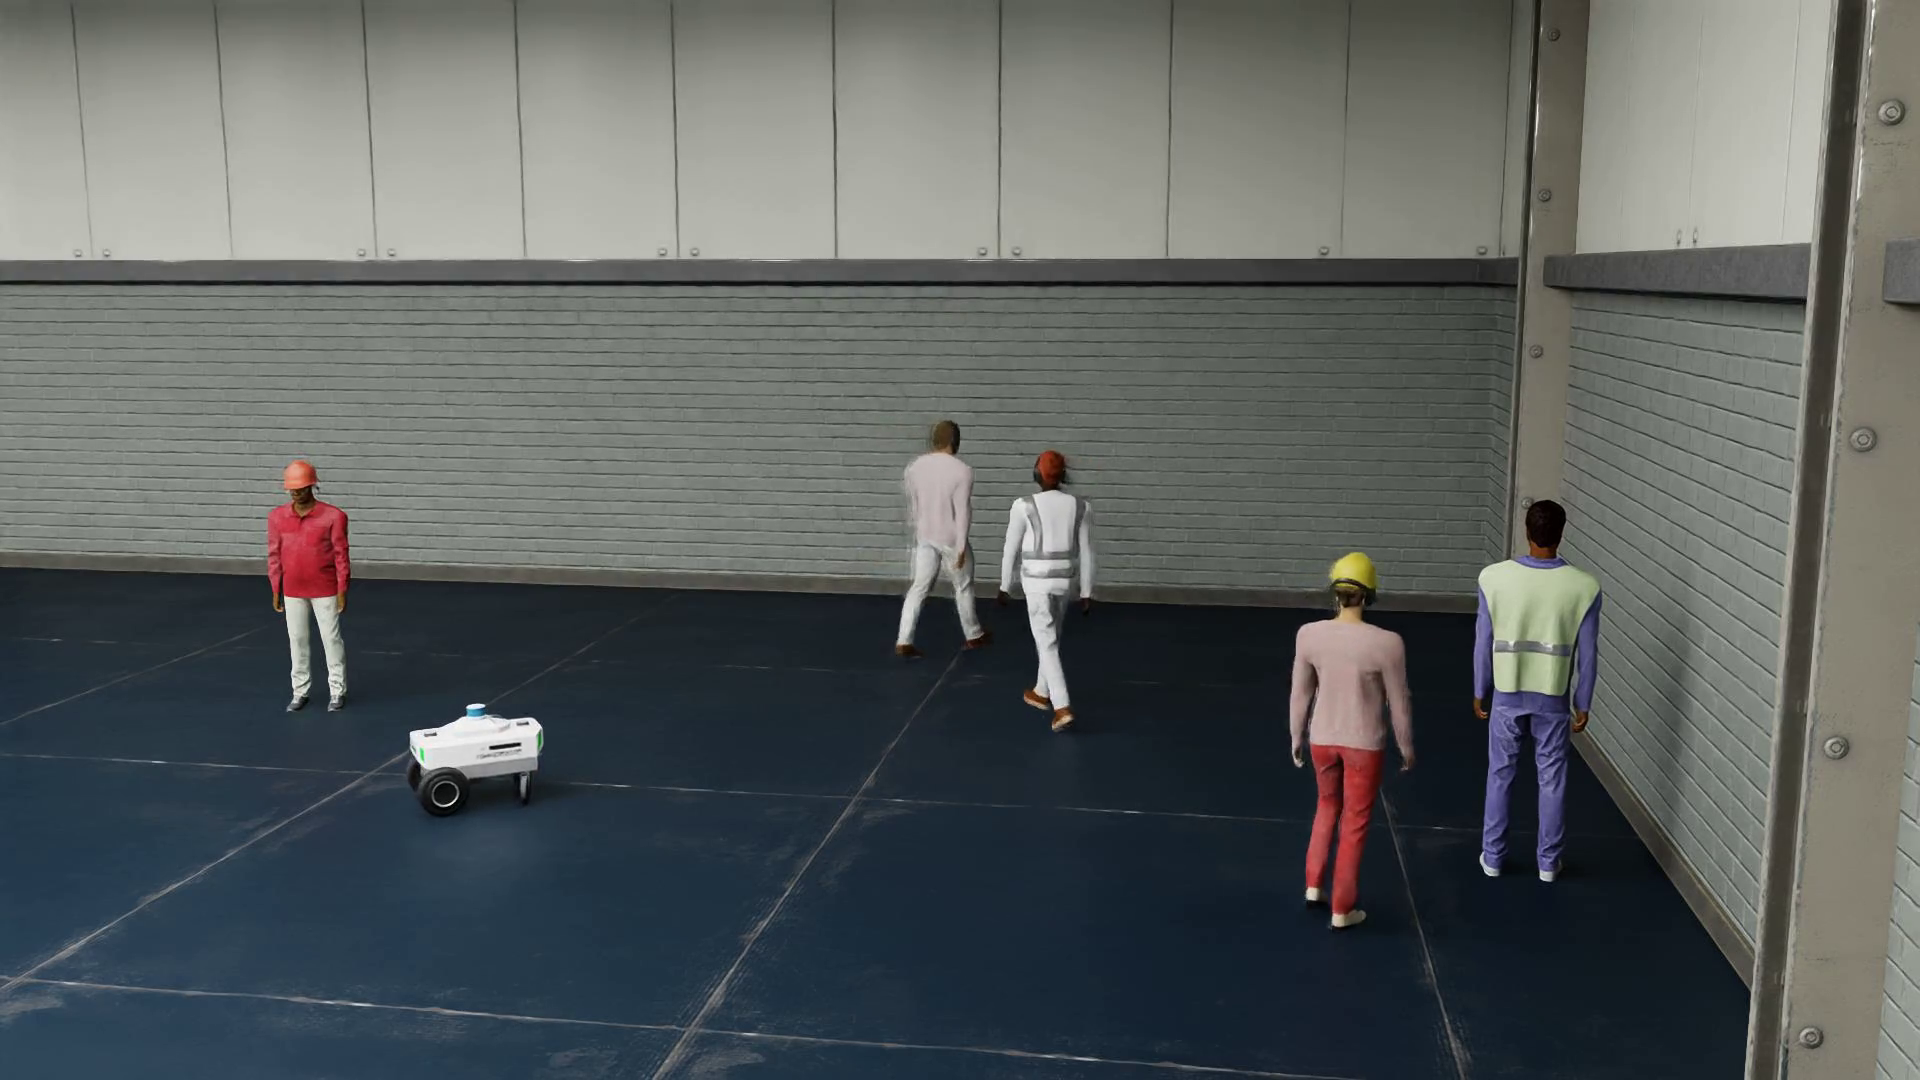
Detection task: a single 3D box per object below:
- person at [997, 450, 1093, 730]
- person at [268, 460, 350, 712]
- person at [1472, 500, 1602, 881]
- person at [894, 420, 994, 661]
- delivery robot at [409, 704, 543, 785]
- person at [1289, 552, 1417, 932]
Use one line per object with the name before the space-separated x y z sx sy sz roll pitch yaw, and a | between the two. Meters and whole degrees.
person | 0.620 0.321 11.163 0.581 1.847 0.964 -4 10 -23
person | -4.473 0.318 11.434 0.565 1.745 0.348 0 9 1
person | 2.847 0.754 8.262 0.585 1.911 0.392 3 10 18
person | -0.156 -0.002 13.041 0.637 1.885 1.059 7 11 35
delivery robot | -2.755 1.180 9.502 0.707 0.478 0.477 -5 10 -27
person | 1.821 0.924 7.685 0.538 1.752 0.465 7 12 39
